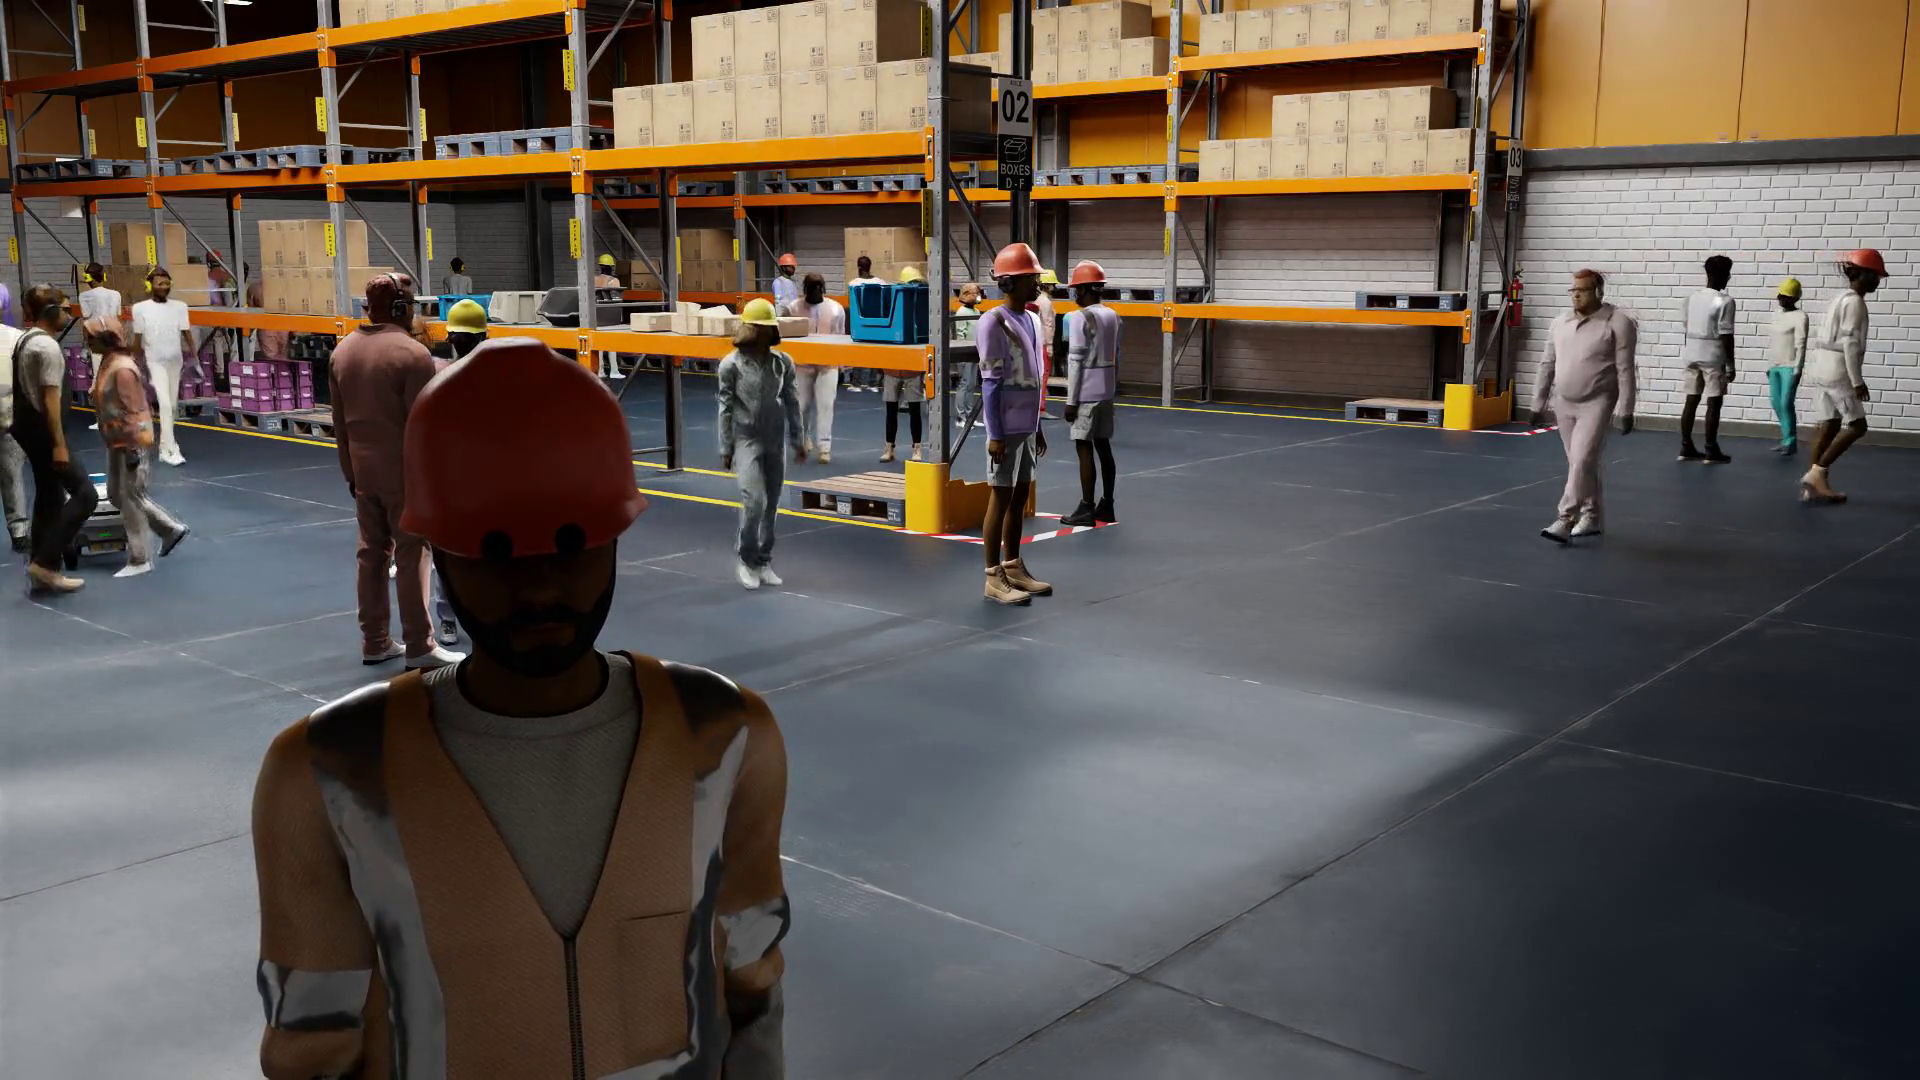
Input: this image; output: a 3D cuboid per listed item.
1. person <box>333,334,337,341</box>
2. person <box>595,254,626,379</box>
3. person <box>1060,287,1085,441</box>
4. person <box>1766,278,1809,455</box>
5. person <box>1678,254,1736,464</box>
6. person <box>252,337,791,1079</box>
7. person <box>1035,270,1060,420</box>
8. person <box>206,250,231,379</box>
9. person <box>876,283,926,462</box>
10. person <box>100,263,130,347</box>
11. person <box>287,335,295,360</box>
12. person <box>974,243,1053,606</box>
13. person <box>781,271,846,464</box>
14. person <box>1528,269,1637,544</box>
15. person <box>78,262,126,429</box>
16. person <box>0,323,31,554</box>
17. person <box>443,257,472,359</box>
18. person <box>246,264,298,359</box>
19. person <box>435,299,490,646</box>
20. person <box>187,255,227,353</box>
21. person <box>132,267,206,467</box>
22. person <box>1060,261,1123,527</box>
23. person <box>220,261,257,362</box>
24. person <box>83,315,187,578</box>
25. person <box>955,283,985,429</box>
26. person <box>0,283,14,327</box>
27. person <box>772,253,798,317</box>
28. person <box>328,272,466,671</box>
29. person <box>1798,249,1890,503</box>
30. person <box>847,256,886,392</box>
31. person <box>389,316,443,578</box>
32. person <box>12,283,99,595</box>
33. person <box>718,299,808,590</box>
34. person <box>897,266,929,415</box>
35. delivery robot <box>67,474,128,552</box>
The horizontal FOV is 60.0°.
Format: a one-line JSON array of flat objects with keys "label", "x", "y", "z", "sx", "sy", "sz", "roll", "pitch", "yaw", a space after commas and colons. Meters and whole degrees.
[{"label": "person", "x": -8.355, "y": -2.948, "z": 22.891, "sx": 0.585, "sy": 1.927, "sz": 0.366, "roll": -8, "pitch": 13, "yaw": -39}, {"label": "person", "x": -5.475, "y": -3.459, "z": 25.797, "sx": 0.594, "sy": 1.925, "sz": 0.377, "roll": 4, "pitch": 11, "yaw": 24}, {"label": "person", "x": 1.284, "y": -1.857, "z": 17.354, "sx": 0.547, "sy": 1.682, "sz": 0.370, "roll": -5, "pitch": 11, "yaw": -26}, {"label": "person", "x": 8.125, "y": -1.700, "z": 16.346, "sx": 0.438, "sy": 1.740, "sz": 0.552, "roll": -2, "pitch": 10, "yaw": -10}, {"label": "person", "x": 7.070, "y": -1.701, "z": 15.689, "sx": 0.397, "sy": 1.964, "sz": 0.606, "roll": -4, "pitch": 11, "yaw": -21}, {"label": "person", "x": -0.419, "y": 0.760, "z": 1.747, "sx": 0.545, "sy": 1.938, "sz": 0.361, "roll": -5, "pitch": 11, "yaw": -26}, {"label": "person", "x": 1.014, "y": -2.309, "z": 19.712, "sx": 0.331, "sy": 1.767, "sz": 0.527, "roll": -2, "pitch": 10, "yaw": -10}, {"label": "person", "x": -11.541, "y": -3.510, "z": 25.903, "sx": 0.392, "sy": 1.989, "sz": 0.617, "roll": 7, "pitch": 12, "yaw": 34}, {"label": "person", "x": -0.536, "y": -1.568, "z": 15.678, "sx": 0.539, "sy": 1.698, "sz": 0.318, "roll": 2, "pitch": 10, "yaw": 10}, {"label": "person", "x": -13.165, "y": -3.433, "z": 26.005, "sx": 0.619, "sy": 1.801, "sz": 0.616, "roll": -2, "pitch": 10, "yaw": -9}, {"label": "person", "x": -11.126, "y": -3.550, "z": 27.192, "sx": 0.516, "sy": 1.616, "sz": 0.485, "roll": 5, "pitch": 11, "yaw": 28}, {"label": "person", "x": 0.325, "y": -0.660, "z": 9.522, "sx": 0.366, "sy": 2.048, "sz": 0.607, "roll": 5, "pitch": 11, "yaw": 27}, {"label": "person", "x": -1.401, "y": -1.662, "z": 15.896, "sx": 0.635, "sy": 1.815, "sz": 0.817, "roll": -2, "pitch": 10, "yaw": -10}, {"label": "person", "x": 4.207, "y": -0.913, "z": 11.453, "sx": 0.918, "sy": 1.865, "sz": 0.680, "roll": -6, "pitch": 12, "yaw": -33}, {"label": "person", "x": -9.594, "y": -2.158, "z": 18.594, "sx": 0.331, "sy": 1.864, "sz": 0.555, "roll": 5, "pitch": 11, "yaw": 27}, {"label": "person", "x": -6.383, "y": -0.801, "z": 10.930, "sx": 0.588, "sy": 1.835, "sz": 0.403, "roll": -8, "pitch": 13, "yaw": -38}, {"label": "person", "x": -8.400, "y": -3.811, "z": 27.954, "sx": 0.514, "sy": 1.876, "sz": 0.328, "roll": 0, "pitch": 10, "yaw": -2}, {"label": "person", "x": -9.210, "y": -2.812, "z": 22.328, "sx": 0.644, "sy": 1.860, "sz": 0.952, "roll": -7, "pitch": 12, "yaw": -35}, {"label": "person", "x": -2.503, "y": -0.349, "z": 8.557, "sx": 0.526, "sy": 1.765, "sz": 0.329, "roll": -6, "pitch": 12, "yaw": -32}, {"label": "person", "x": -10.364, "y": -2.905, "z": 22.666, "sx": 0.484, "sy": 1.923, "sz": 0.646, "roll": 7, "pitch": 12, "yaw": 37}, {"label": "person", "x": -7.317, "y": -1.597, "z": 15.453, "sx": 0.879, "sy": 1.832, "sz": 0.530, "roll": 9, "pitch": 13, "yaw": 40}, {"label": "person", "x": 0.944, "y": -1.067, "z": 12.180, "sx": 0.382, "sy": 1.932, "sz": 0.541, "roll": 8, "pitch": 13, "yaw": 39}, {"label": "person", "x": -10.235, "y": -3.058, "z": 23.766, "sx": 0.429, "sy": 1.839, "sz": 0.630, "roll": 3, "pitch": 10, "yaw": 17}, {"label": "person", "x": -5.119, "y": -0.591, "z": 10.370, "sx": 0.529, "sy": 1.626, "sz": 0.516, "roll": 9, "pitch": 14, "yaw": 42}, {"label": "person", "x": 0.132, "y": -2.066, "z": 18.701, "sx": 0.316, "sy": 1.631, "sz": 0.528, "roll": 4, "pitch": 11, "yaw": 23}, {"label": "person", "x": -13.635, "y": -3.008, "z": 23.582, "sx": 0.808, "sy": 1.803, "sz": 0.590, "roll": -4, "pitch": 11, "yaw": -20}, {"label": "person", "x": -2.520, "y": -3.217, "z": 24.378, "sx": 0.350, "sy": 1.942, "sz": 0.545, "roll": 4, "pitch": 11, "yaw": 23}, {"label": "person", "x": -2.705, "y": -0.327, "z": 8.026, "sx": 0.649, "sy": 1.906, "sz": 0.401, "roll": 6, "pitch": 11, "yaw": 29}, {"label": "person", "x": 6.983, "y": -1.273, "z": 13.113, "sx": 0.515, "sy": 2.010, "sz": 0.639, "roll": 3, "pitch": 11, "yaw": 19}, {"label": "person", "x": -1.318, "y": -3.040, "z": 23.453, "sx": 0.607, "sy": 1.911, "sz": 0.474, "roll": -5, "pitch": 11, "yaw": -25}, {"label": "person", "x": -3.350, "y": -0.569, "z": 10.240, "sx": 0.519, "sy": 1.603, "sz": 0.723, "roll": 1, "pitch": 10, "yaw": 4}, {"label": "person", "x": -5.278, "y": -0.568, "z": 9.656, "sx": 0.419, "sy": 1.814, "sz": 0.584, "roll": -8, "pitch": 13, "yaw": -39}, {"label": "person", "x": -1.173, "y": -0.560, "z": 9.875, "sx": 0.496, "sy": 1.728, "sz": 0.478, "roll": -8, "pitch": 13, "yaw": -37}, {"label": "person", "x": -0.528, "y": -2.378, "z": 19.989, "sx": 0.716, "sy": 1.808, "sz": 0.586, "roll": 7, "pitch": 12, "yaw": 35}, {"label": "delivery robot", "x": -5.592, "y": -0.188, "z": 10.815, "sx": 0.477, "sy": 0.478, "sz": 0.707, "roll": -6, "pitch": 12, "yaw": -31}]
